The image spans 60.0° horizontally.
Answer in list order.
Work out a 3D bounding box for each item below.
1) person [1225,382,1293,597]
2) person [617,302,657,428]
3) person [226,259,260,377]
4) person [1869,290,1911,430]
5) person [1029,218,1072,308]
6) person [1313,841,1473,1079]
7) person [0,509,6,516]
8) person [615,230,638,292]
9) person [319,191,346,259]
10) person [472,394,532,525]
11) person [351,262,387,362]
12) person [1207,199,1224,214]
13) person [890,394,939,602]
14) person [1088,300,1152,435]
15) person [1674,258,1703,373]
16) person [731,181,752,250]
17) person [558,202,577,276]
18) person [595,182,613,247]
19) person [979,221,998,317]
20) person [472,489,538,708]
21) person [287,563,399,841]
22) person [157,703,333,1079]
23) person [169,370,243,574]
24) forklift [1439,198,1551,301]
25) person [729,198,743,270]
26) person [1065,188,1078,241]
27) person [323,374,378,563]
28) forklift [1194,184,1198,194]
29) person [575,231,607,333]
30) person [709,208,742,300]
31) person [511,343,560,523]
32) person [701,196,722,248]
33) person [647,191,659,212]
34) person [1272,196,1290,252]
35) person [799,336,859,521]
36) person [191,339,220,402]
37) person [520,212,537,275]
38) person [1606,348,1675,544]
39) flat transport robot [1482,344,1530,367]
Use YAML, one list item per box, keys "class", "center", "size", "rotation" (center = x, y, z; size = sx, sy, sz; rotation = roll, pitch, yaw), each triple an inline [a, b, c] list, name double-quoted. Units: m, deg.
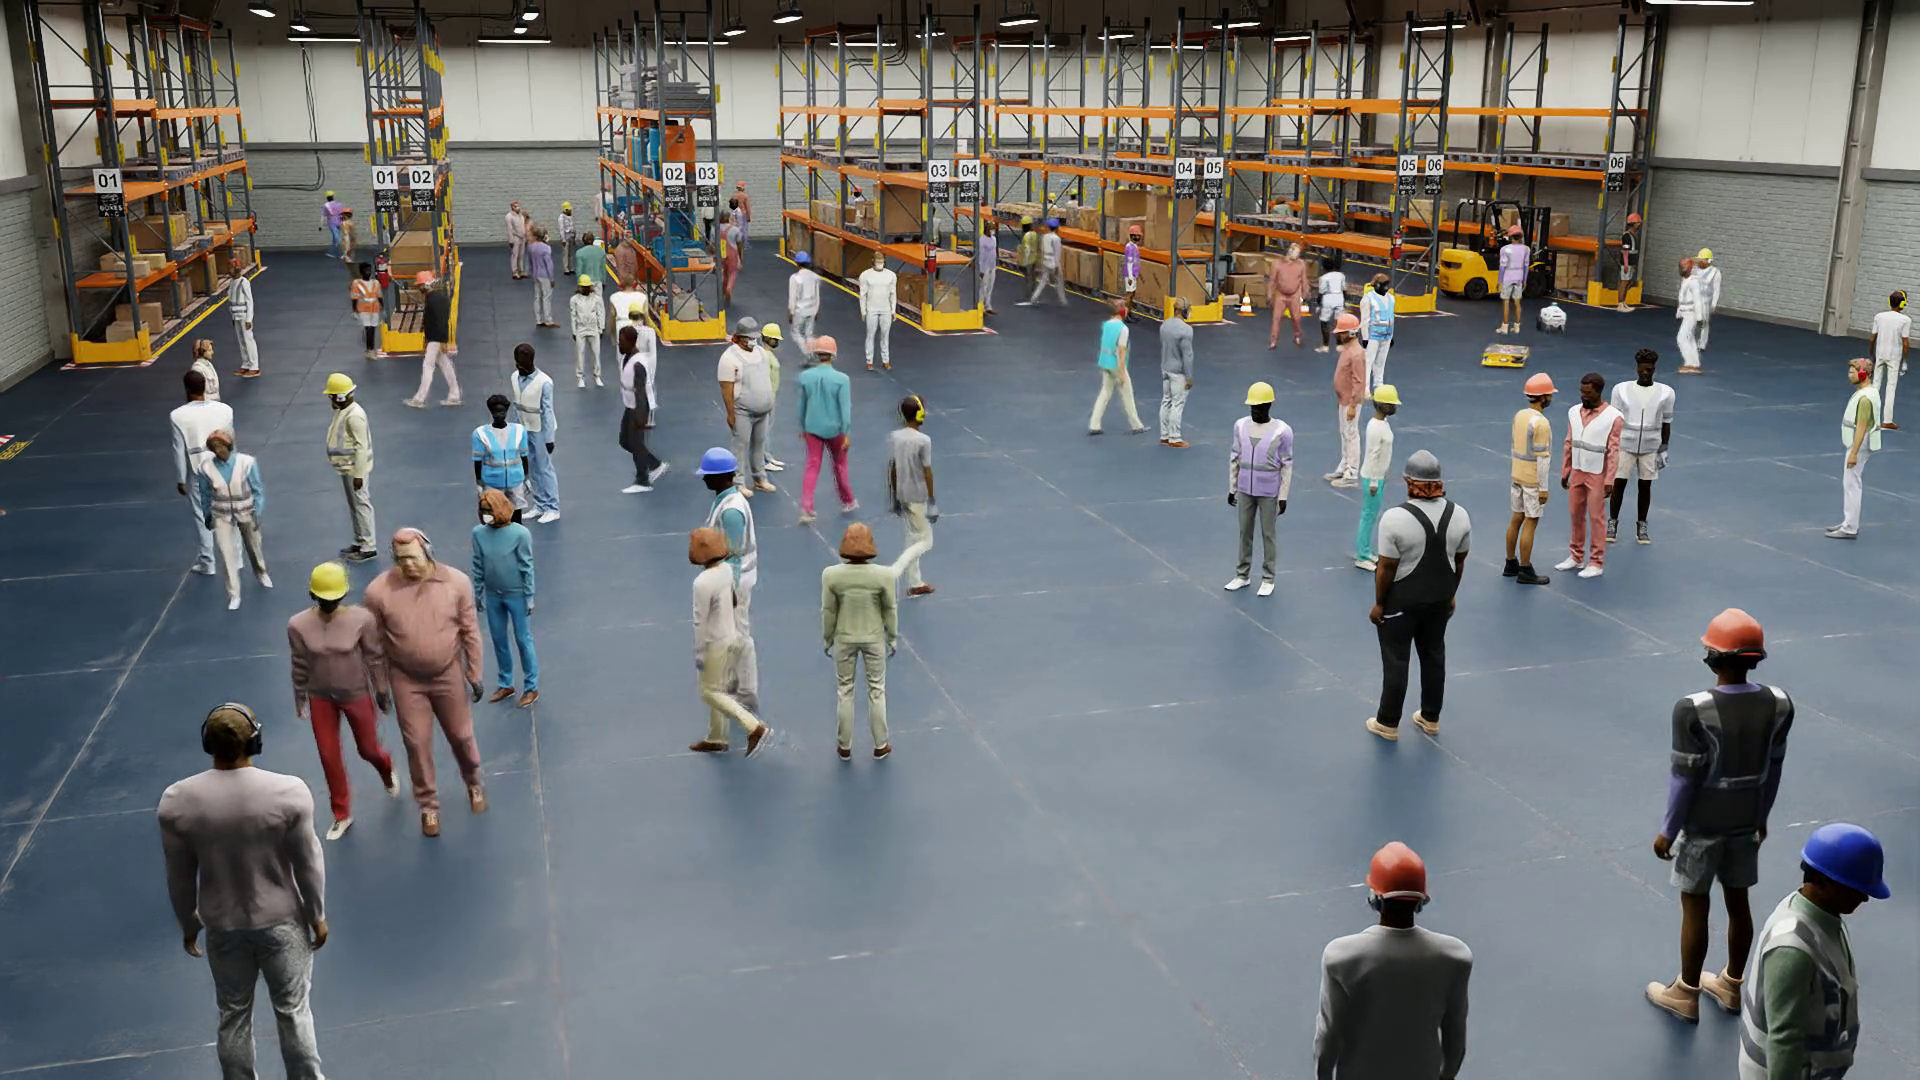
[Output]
- class: "person"
  center: [2.665, -0.459, 14.881]
  size: [0.594, 1.926, 0.366]
  rotation: [11, 18, 36]
- class: "person"
  center: [-4.303, -2.308, 22.211]
  size: [0.529, 1.739, 0.733]
  rotation: [-2, 15, -7]
- class: "person"
  center: [-11.484, -3.550, 26.594]
  size: [0.584, 1.882, 0.337]
  rotation: [14, 20, 42]
- class: "person"
  center: [12.503, -2.424, 22.387]
  size: [0.310, 1.869, 0.531]
  rotation: [-10, 18, -32]
- class: "person"
  center: [1.921, -5.875, 35.313]
  size: [0.964, 1.909, 0.620]
  rotation: [-10, 18, -32]
- class: "person"
  center: [1.576, 1.946, 6.167]
  size: [0.574, 1.748, 0.337]
  rotation: [-1, 15, -3]
- class: "person"
  center: [-10.403, -1.145, 17.445]
  size: [0.372, 1.939, 0.631]
  rotation: [0, 15, 0]
- class: "person"
  center: [-6.406, -5.033, 32.149]
  size: [0.399, 1.902, 0.644]
  rotation: [2, 15, 9]
- class: "person"
  center: [-17.420, -8.777, 46.319]
  size: [1.033, 1.868, 0.602]
  rotation: [9, 17, 31]
- class: "person"
  center: [-4.291, -0.538, 15.617]
  size: [0.540, 1.697, 0.317]
  rotation: [-8, 17, -27]
- class: "person"
  center: [-9.921, -3.844, 28.088]
  size: [0.709, 1.668, 0.558]
  rotation: [10, 18, 34]
- class: "person"
  center: [7.435, -9.345, 48.409]
  size: [0.567, 1.882, 1.014]
  rotation: [-4, 15, -14]
- class: "person"
  center: [-0.446, -0.350, 14.626]
  size: [0.615, 1.849, 0.537]
  rotation: [-12, 19, -38]
- class: "person"
  center: [2.102, -2.271, 21.950]
  size: [0.884, 1.800, 0.591]
  rotation: [-7, 17, -26]
- class: "person"
  center: [11.831, -3.621, 26.912]
  size: [0.537, 1.853, 0.595]
  rotation: [4, 15, 13]
- class: "person"
  center: [-6.431, -9.542, 48.929]
  size: [0.610, 1.996, 0.385]
  rotation: [6, 16, 22]
- class: "person"
  center: [-9.850, -7.573, 41.833]
  size: [0.404, 1.833, 0.586]
  rotation: [3, 15, 13]
- class: "person"
  center: [-10.407, -9.595, 49.216]
  size: [0.658, 1.948, 0.741]
  rotation: [4, 15, 15]
- class: "person"
  center: [0.561, -5.541, 34.015]
  size: [0.383, 1.930, 0.632]
  rotation: [8, 17, 29]
- class: "person"
  center: [-3.334, 0.415, 12.174]
  size: [0.511, 1.622, 0.290]
  rotation: [5, 16, 18]
- class: "person"
  center: [-3.732, 0.922, 10.061]
  size: [0.559, 1.738, 0.648]
  rotation: [-1, 15, -5]
- class: "person"
  center: [-3.004, 1.612, 7.065]
  size: [0.627, 1.940, 0.376]
  rotation: [-1, 15, -5]
- class: "person"
  center: [-7.043, -0.635, 15.589]
  size: [0.391, 1.910, 0.588]
  rotation: [12, 19, 38]
- class: "forklift"
  center: [11.913, -6.508, 37.130]
  size: [2.313, 2.155, 1.214]
  rotation: [-4, 15, -15]
- class: "person"
  center: [-5.857, -7.956, 43.260]
  size: [0.429, 1.844, 0.625]
  rotation: [-7, 17, -26]
- class: "person"
  center: [3.128, -8.870, 46.552]
  size: [0.630, 1.909, 0.487]
  rotation: [-9, 17, -31]
- class: "person"
  center: [-5.842, -0.693, 15.958]
  size: [0.404, 1.825, 0.592]
  rotation: [-8, 17, -29]
- class: "forklift"
  center: [7.392, -11.333, 53.972]
  size: [1.873, 2.768, 1.129]
  rotation: [-4, 15, -15]
- class: "person"
  center: [-6.958, -4.859, 31.427]
  size: [0.626, 1.933, 0.370]
  rotation: [-13, 20, -40]
- class: "person"
  center: [-5.146, -6.281, 36.571]
  size: [0.694, 2.000, 0.745]
  rotation: [1, 15, 6]
- class: "person"
  center: [-4.447, -1.125, 17.446]
  size: [0.583, 1.903, 0.407]
  rotation: [12, 19, 38]
- class: "person"
  center: [-7.339, -9.584, 49.233]
  size: [0.637, 1.927, 1.044]
  rotation: [-5, 16, -19]
- class: "person"
  center: [-8.737, -8.884, 46.754]
  size: [0.633, 1.840, 0.429]
  rotation: [10, 18, 34]
- class: "person"
  center: [9.351, -9.229, 48.513]
  size: [0.520, 1.585, 0.796]
  rotation: [-1, 15, -4]
- class: "person"
  center: [-1.414, -1.189, 17.602]
  size: [0.637, 1.952, 0.933]
  rotation: [6, 16, 20]
- class: "person"
  center: [-8.827, -1.537, 19.502]
  size: [0.314, 1.634, 0.514]
  rotation: [-2, 15, -9]
- class: "person"
  center: [-10.874, -7.430, 41.753]
  size: [0.519, 1.589, 0.829]
  rotation: [8, 17, 29]
- class: "person"
  center: [6.766, -0.935, 16.604]
  size: [0.608, 1.962, 0.365]
  rotation: [4, 15, 16]
- class: "flat transport robot"
  center: [9.224, -3.122, 28.075]
  size: [0.652, 0.197, 1.431]
  rotation: [6, 16, 22]
